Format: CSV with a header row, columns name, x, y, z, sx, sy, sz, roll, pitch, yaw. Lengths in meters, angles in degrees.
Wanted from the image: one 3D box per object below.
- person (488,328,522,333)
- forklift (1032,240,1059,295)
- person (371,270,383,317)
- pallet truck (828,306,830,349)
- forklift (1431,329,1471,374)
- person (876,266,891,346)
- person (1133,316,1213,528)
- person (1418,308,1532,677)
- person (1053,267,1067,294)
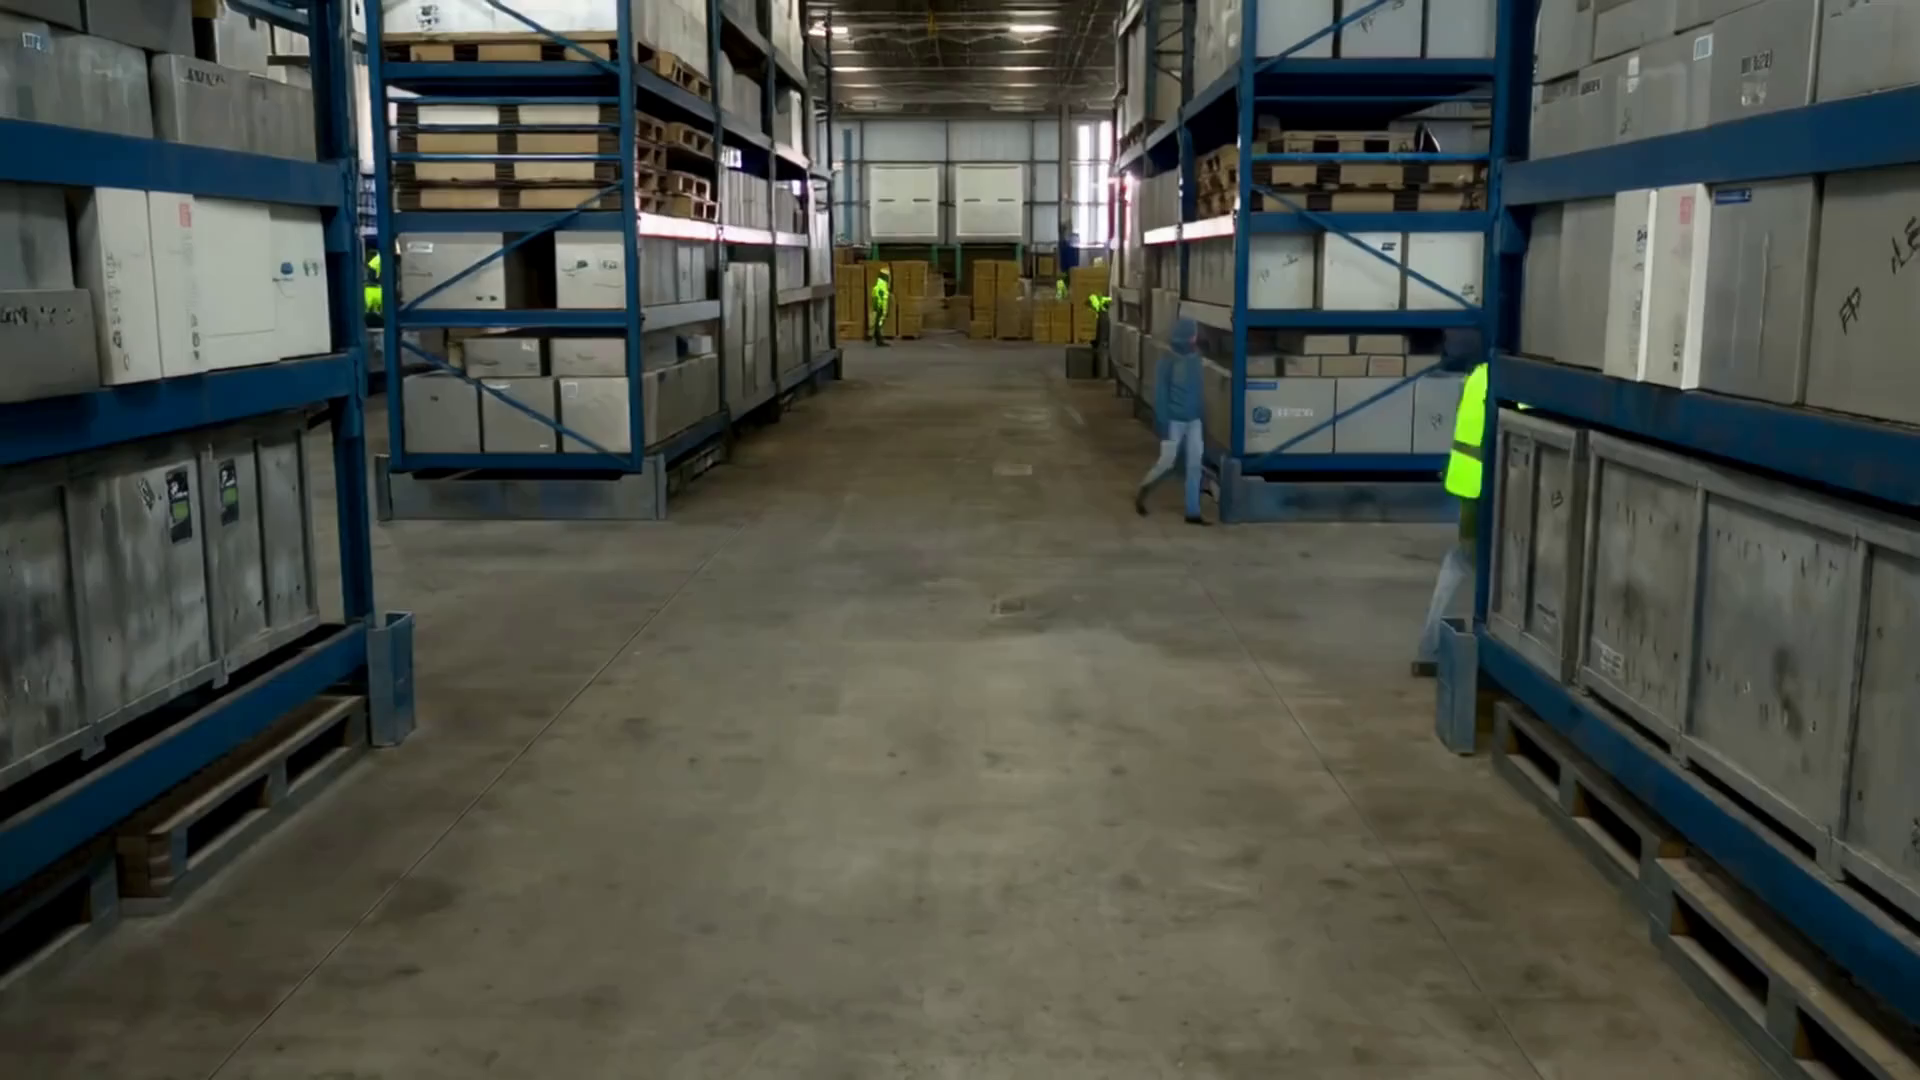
name,x,y,z,sx,sy,sz,roll,pitch,yaw
person,-5.697,-2.443,21.109,0.651,1.906,0.403,7,12,38
forklift,3.172,-9.648,61.356,1.129,2.768,1.873,0,9,1
person,-21.709,-9.214,62.116,0.543,1.752,0.374,-1,10,-7
pallet truck,-3.100,-3.940,29.800,1.885,1.965,0.823,3,10,19
forklift,6.224,-3.257,23.074,1.873,2.768,1.129,-9,13,-44
person,-1.864,-5.694,40.491,0.358,1.938,0.542,-1,10,-5
person,1.661,-0.915,12.799,0.509,1.612,0.651,-8,12,-39
person,2.674,-0.201,7.985,0.925,1.804,0.574,0,9,0
person,2.679,-6.480,45.297,0.537,1.895,0.621,-1,10,-6
